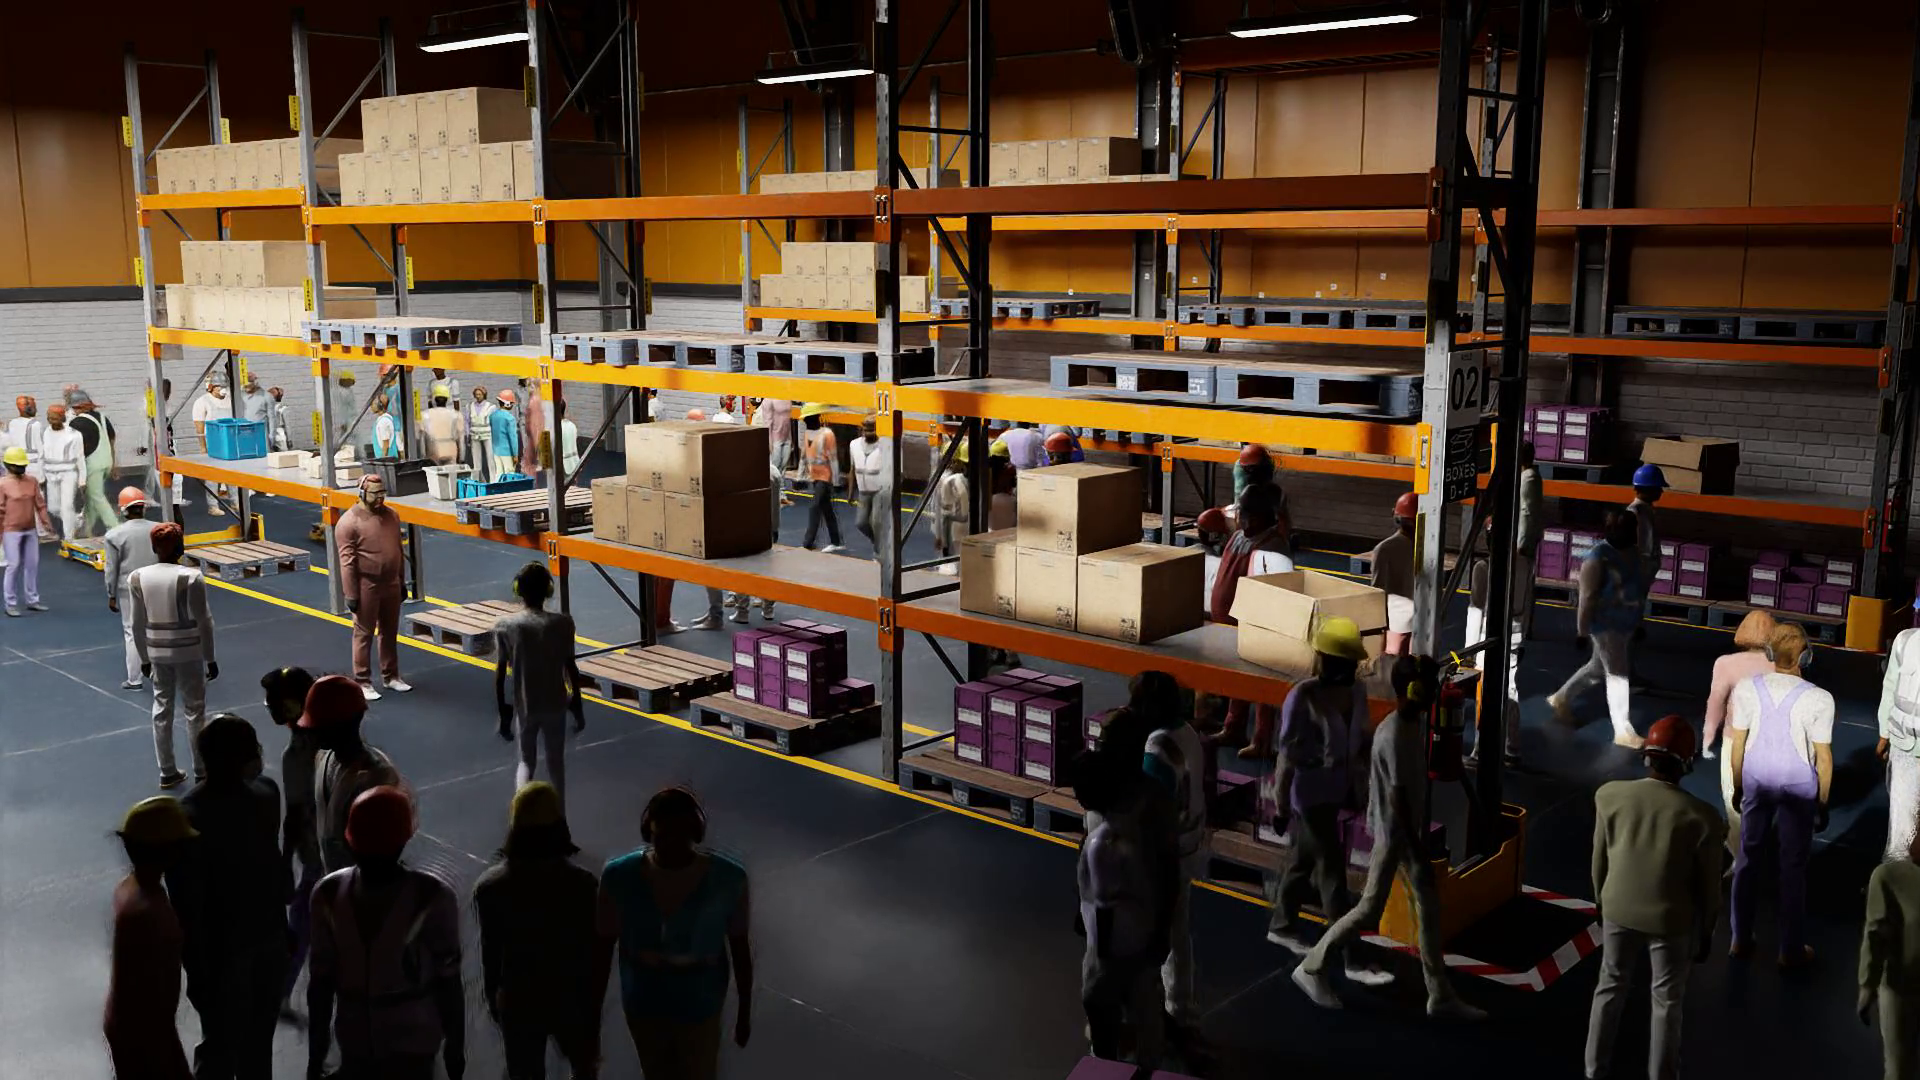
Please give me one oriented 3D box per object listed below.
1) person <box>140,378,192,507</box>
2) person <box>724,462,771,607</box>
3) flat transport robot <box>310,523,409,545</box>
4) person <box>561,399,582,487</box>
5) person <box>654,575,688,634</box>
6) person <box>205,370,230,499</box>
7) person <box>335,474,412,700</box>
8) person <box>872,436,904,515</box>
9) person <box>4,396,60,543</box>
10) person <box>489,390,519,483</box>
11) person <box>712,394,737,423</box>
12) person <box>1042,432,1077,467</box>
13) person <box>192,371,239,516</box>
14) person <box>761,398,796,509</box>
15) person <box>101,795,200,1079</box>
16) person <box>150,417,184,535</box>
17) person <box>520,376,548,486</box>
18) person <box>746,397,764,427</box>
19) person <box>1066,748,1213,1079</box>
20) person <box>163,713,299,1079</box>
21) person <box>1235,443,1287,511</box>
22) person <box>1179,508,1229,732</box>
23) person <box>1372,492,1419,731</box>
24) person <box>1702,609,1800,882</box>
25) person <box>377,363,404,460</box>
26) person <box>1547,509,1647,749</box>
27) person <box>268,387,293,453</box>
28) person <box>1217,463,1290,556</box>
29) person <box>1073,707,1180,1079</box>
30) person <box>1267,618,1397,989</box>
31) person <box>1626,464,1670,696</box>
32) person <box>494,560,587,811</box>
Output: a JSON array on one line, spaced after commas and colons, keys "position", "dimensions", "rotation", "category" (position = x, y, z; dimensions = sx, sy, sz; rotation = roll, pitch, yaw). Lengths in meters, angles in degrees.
[{"position": [-11.503, -1.400, 24.081], "dimensions": [0.890, 1.867, 0.648], "rotation": [0, 10, -1], "category": "person"}, {"position": [-2.246, -0.232, 17.437], "dimensions": [0.573, 1.887, 0.353], "rotation": [1, 10, 6], "category": "person"}, {"position": [-7.619, -0.074, 21.114], "dimensions": [1.431, 0.197, 0.652], "rotation": [9, 14, 43], "category": "flat transport robot"}, {"position": [-4.927, -0.823, 20.732], "dimensions": [0.390, 1.911, 0.584], "rotation": [2, 10, 10], "category": "person"}, {"position": [-2.903, -0.027, 16.228], "dimensions": [0.401, 1.909, 0.599], "rotation": [-6, 12, -32], "category": "person"}, {"position": [-11.063, -1.577, 24.931], "dimensions": [0.367, 1.930, 0.629], "rotation": [-9, 13, -41], "category": "person"}, {"position": [-4.883, 0.385, 13.934], "dimensions": [0.400, 1.900, 0.636], "rotation": [5, 11, 26], "category": "person"}, {"position": [-0.937, -0.909, 21.173], "dimensions": [0.547, 1.926, 0.391], "rotation": [-8, 13, -37], "category": "person"}, {"position": [-11.861, -0.895, 21.204], "dimensions": [0.575, 1.881, 0.356], "rotation": [3, 10, 16], "category": "person"}, {"position": [-6.475, -1.277, 23.771], "dimensions": [0.573, 1.738, 0.352], "rotation": [8, 13, 40], "category": "person"}, {"position": [-3.136, -1.047, 22.194], "dimensions": [0.393, 1.836, 0.560], "rotation": [-5, 11, -28], "category": "person"}, {"position": [0.928, -0.047, 16.082], "dimensions": [0.383, 1.996, 0.609], "rotation": [-1, 10, -7], "category": "person"}, {"position": [-10.390, -1.372, 23.446], "dimensions": [0.535, 2.000, 0.680], "rotation": [7, 12, 33], "category": "person"}, {"position": [-2.615, -1.430, 24.062], "dimensions": [0.371, 1.941, 0.627], "rotation": [5, 11, 27], "category": "person"}, {"position": [-3.010, 1.821, 6.227], "dimensions": [0.424, 1.750, 0.523], "rotation": [-6, 12, -30], "category": "person"}, {"position": [-9.862, -0.716, 20.727], "dimensions": [0.320, 1.692, 0.531], "rotation": [-6, 12, -29], "category": "person"}, {"position": [-6.284, -1.480, 24.493], "dimensions": [0.739, 1.877, 0.676], "rotation": [2, 10, 12], "category": "person"}, {"position": [-2.947, -1.390, 24.404], "dimensions": [0.354, 1.737, 0.577], "rotation": [-3, 11, -18], "category": "person"}, {"position": [0.753, 1.695, 7.148], "dimensions": [0.594, 1.666, 0.575], "rotation": [4, 11, 21], "category": "person"}, {"position": [-2.912, 1.638, 6.718], "dimensions": [0.361, 1.937, 0.635], "rotation": [2, 10, 13], "category": "person"}, {"position": [2.667, 0.141, 14.948], "dimensions": [0.644, 2.019, 0.460], "rotation": [-8, 13, -39], "category": "person"}, {"position": [1.919, 0.616, 13.059], "dimensions": [0.370, 1.741, 0.563], "rotation": [-6, 11, -29], "category": "person"}, {"position": [3.311, 0.619, 12.357], "dimensions": [0.620, 1.986, 0.408], "rotation": [-6, 12, -31], "category": "person"}, {"position": [4.790, 1.228, 10.020], "dimensions": [0.526, 1.595, 0.779], "rotation": [1, 10, 5], "category": "person"}, {"position": [-8.635, -1.707, 25.385], "dimensions": [0.606, 2.034, 0.415], "rotation": [10, 14, 43], "category": "person"}, {"position": [4.938, 0.634, 12.775], "dimensions": [0.613, 1.813, 0.904], "rotation": [-9, 13, -40], "category": "person"}, {"position": [-10.399, -1.507, 25.349], "dimensions": [0.523, 1.638, 0.311], "rotation": [4, 11, 20], "category": "person"}, {"position": [2.481, 0.325, 14.105], "dimensions": [0.606, 1.961, 0.372], "rotation": [3, 10, 17], "category": "person"}, {"position": [0.696, 1.610, 7.141], "dimensions": [0.515, 1.844, 0.333], "rotation": [10, 14, 44], "category": "person"}, {"position": [1.979, 1.332, 8.572], "dimensions": [0.945, 1.882, 0.601], "rotation": [10, 14, 44], "category": "person"}, {"position": [5.755, 0.324, 14.117], "dimensions": [0.396, 1.949, 0.602], "rotation": [6, 12, 30], "category": "person"}, {"position": [-2.591, 1.048, 10.311], "dimensions": [0.524, 1.856, 0.425], "rotation": [-1, 10, -5], "category": "person"}]
